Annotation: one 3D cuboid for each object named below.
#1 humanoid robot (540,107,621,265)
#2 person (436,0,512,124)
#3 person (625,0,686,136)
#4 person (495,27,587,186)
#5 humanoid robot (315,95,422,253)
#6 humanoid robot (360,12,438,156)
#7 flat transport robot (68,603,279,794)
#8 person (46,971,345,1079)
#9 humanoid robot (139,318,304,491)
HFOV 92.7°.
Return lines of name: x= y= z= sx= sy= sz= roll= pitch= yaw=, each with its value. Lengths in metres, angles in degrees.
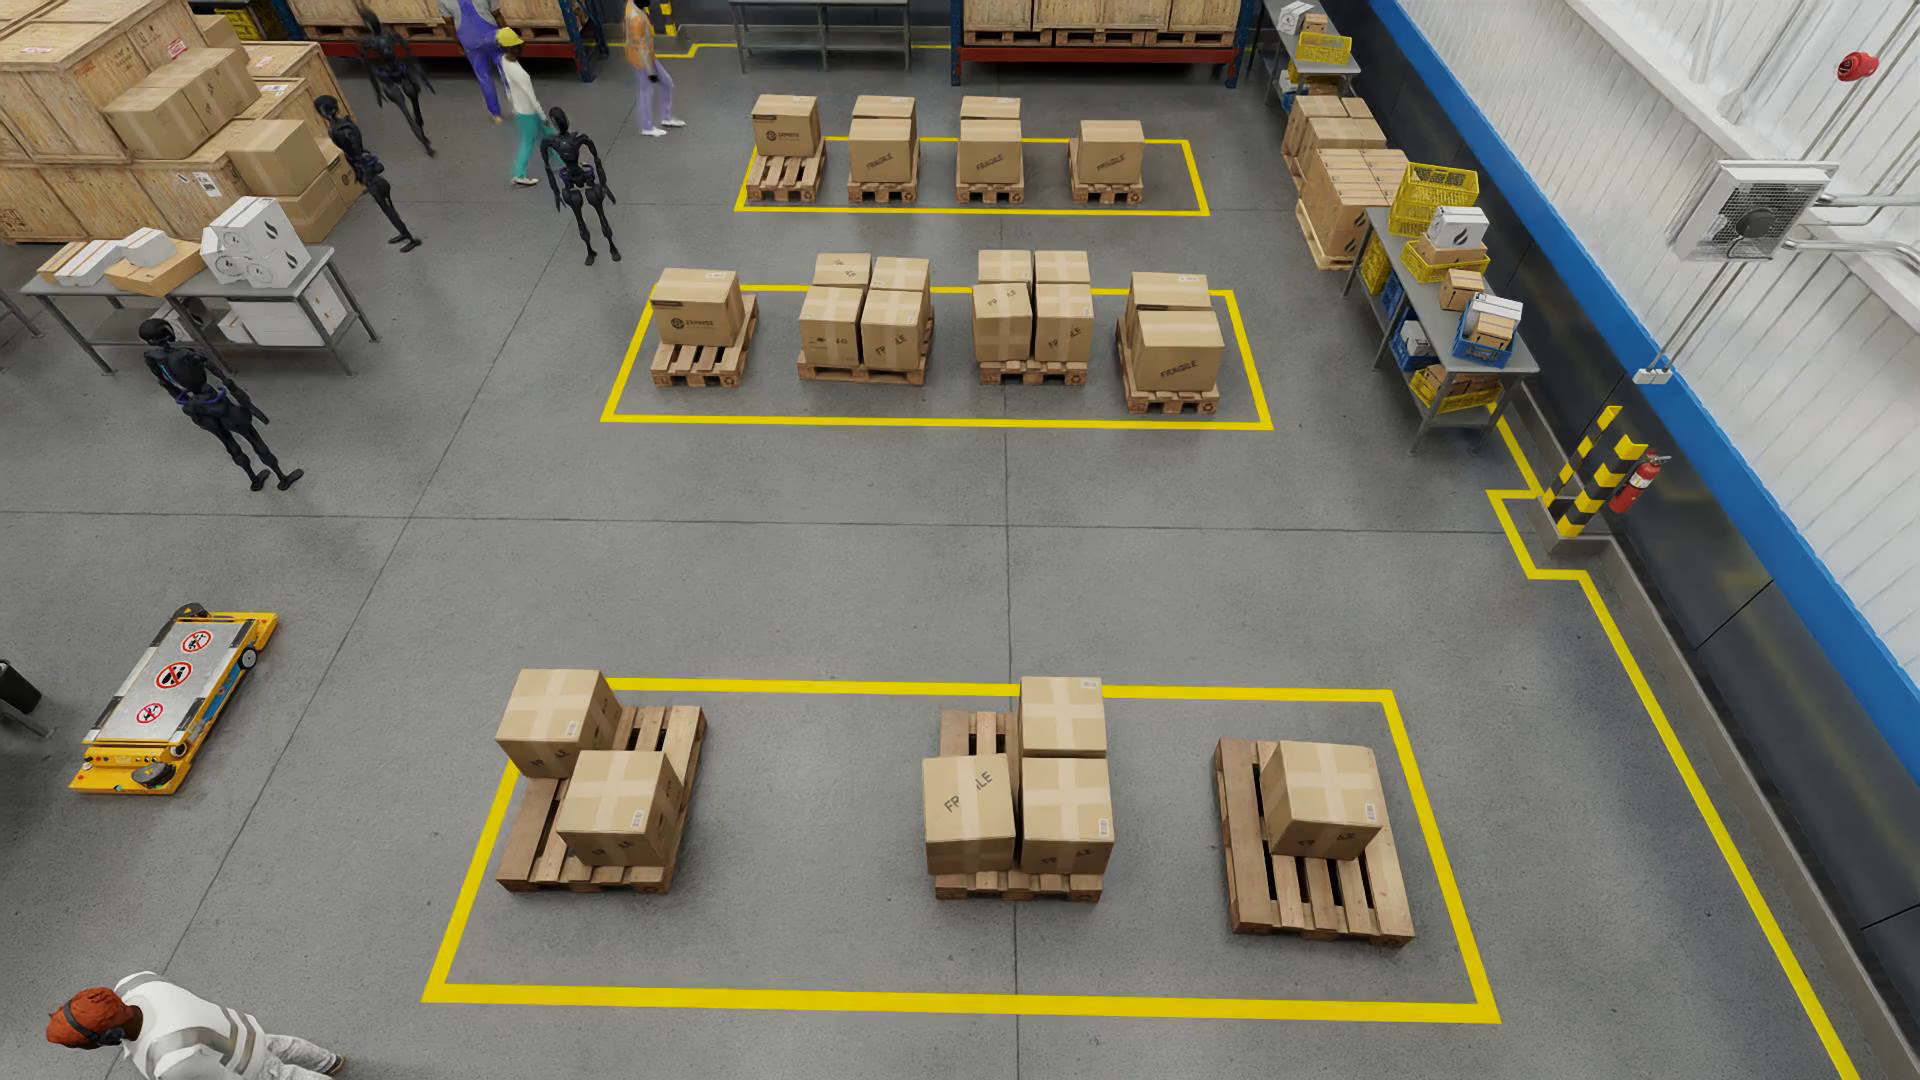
humanoid robot: x=-3.939 y=-3.657 z=9.527 sx=0.609 sy=1.661 sz=0.314 roll=-12 pitch=51 yaw=-10
person: x=-6.062 y=-6.375 z=11.601 sx=0.687 sy=2.000 sz=0.536 roll=-16 pitch=52 yaw=-13
person: x=-3.851 y=-5.962 z=11.348 sx=0.702 sy=1.885 sz=0.606 roll=-8 pitch=50 yaw=-7
person: x=-5.051 y=-5.009 z=10.669 sx=0.900 sy=1.740 sz=0.535 roll=-25 pitch=54 yaw=-20
humanoid robot: x=-6.293 y=-3.867 z=9.716 sx=0.585 sy=1.654 sz=0.338 roll=36 pitch=58 yaw=26
humanoid robot: x=-6.822 y=-5.556 z=11.178 sx=0.767 sy=1.627 sz=0.612 roll=35 pitch=58 yaw=26
flat transport robot: x=-5.504 y=1.072 z=6.442 sx=0.652 sy=0.197 sz=1.431 roll=1 pitch=50 yaw=1
person: x=-3.420 y=2.412 z=4.271 sx=0.575 sy=1.882 sz=0.341 roll=32 pitch=57 yaw=24
humanoid robot: x=-5.949 y=-1.063 z=7.335 sx=0.609 sy=1.657 sz=0.311 roll=1 pitch=50 yaw=1
